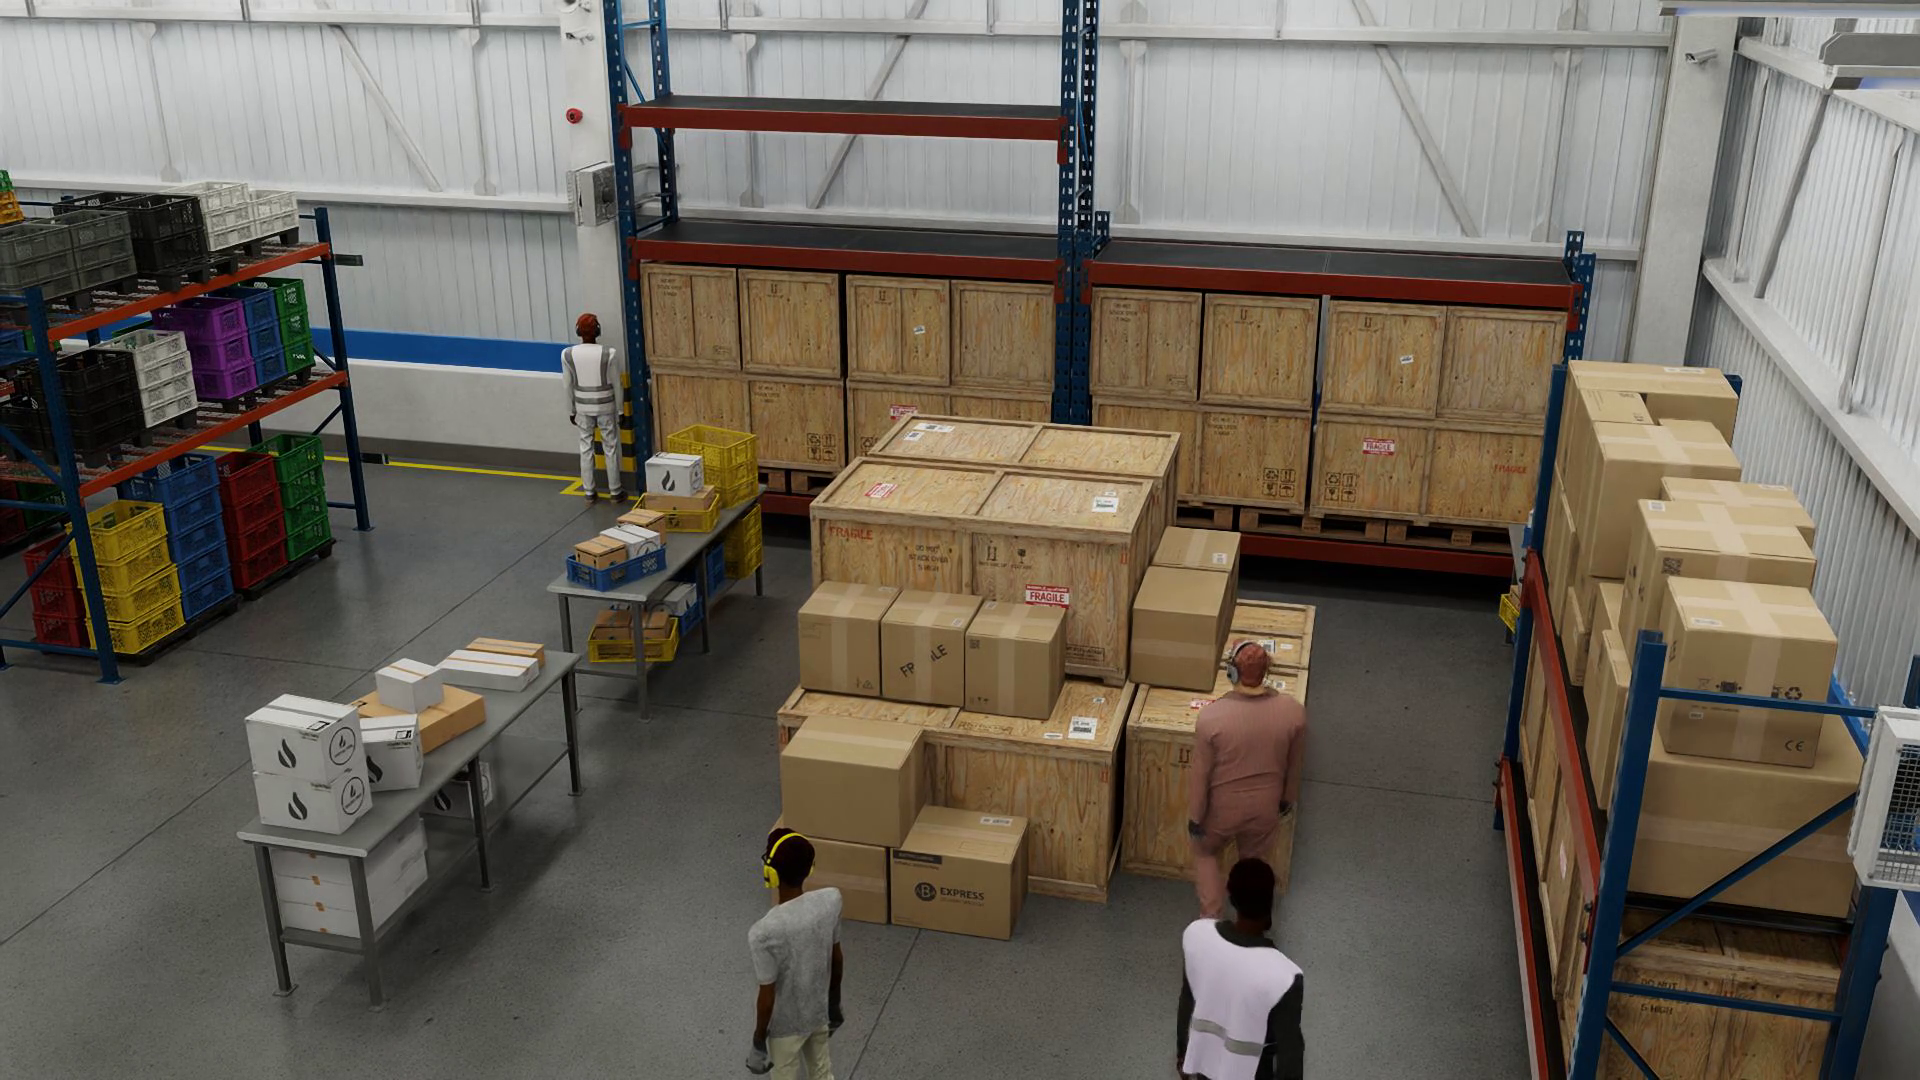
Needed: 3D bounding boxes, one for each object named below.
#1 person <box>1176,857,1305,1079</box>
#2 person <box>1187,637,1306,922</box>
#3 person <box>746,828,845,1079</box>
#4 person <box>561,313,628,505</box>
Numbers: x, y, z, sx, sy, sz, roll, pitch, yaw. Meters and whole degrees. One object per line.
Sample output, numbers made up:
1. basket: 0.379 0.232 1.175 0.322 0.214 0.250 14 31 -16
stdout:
1. person: 1.142 2.227 6.922 0.450 1.896 0.644 -17 27 -38
2. person: 1.518 1.401 9.088 0.668 1.894 0.515 -5 21 -12
3. person: -0.725 2.100 7.289 0.315 1.870 0.532 19 28 40
4. person: -3.515 -1.260 16.061 0.576 1.884 0.355 1 21 2
